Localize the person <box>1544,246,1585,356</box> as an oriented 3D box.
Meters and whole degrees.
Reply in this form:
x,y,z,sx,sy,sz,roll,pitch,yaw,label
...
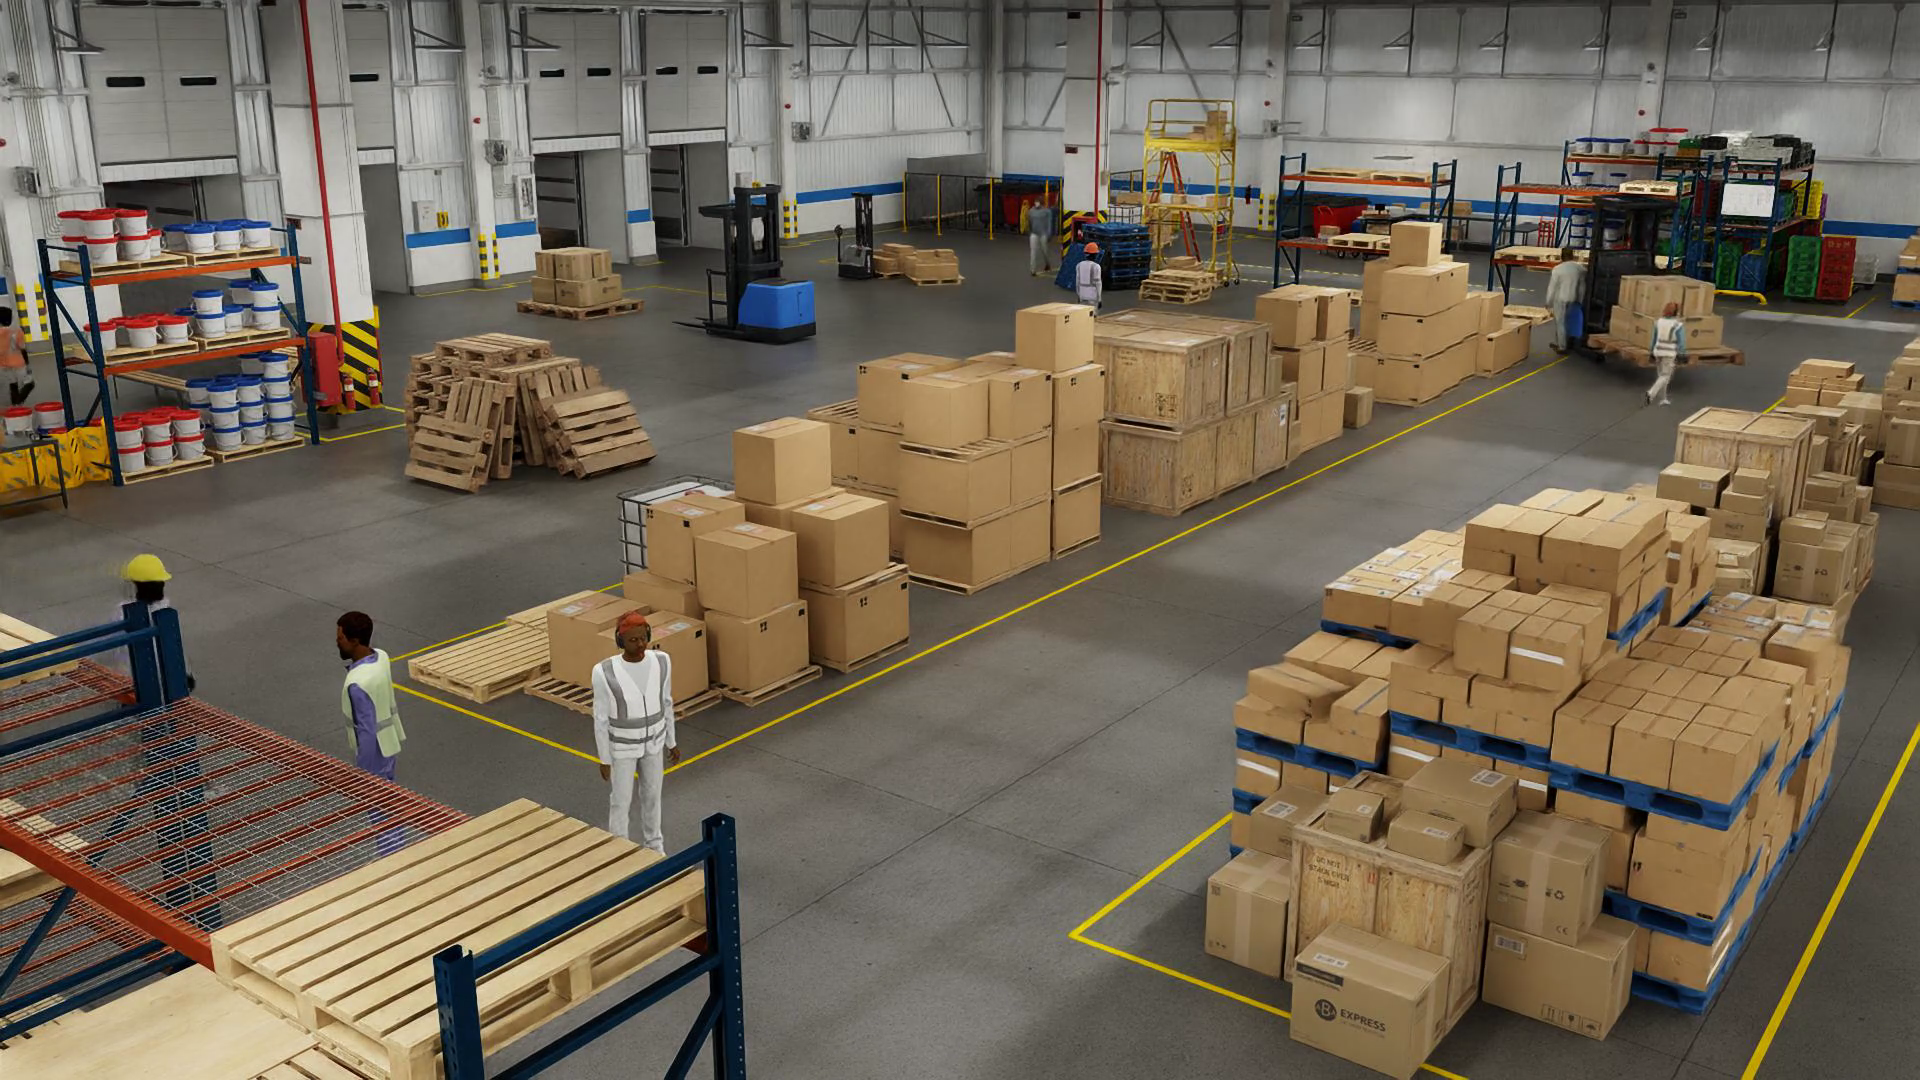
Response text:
x,y,z,sx,sy,sz,roll,pitch,yaw,label
10.664,-4.268,29.554,0.642,1.904,0.863,-4,17,-14,person

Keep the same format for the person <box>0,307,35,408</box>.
x,y,z,sx,sy,sz,roll,pitch,yaw,label
-13.822,-2.559,24.256,0.551,1.687,0.383,3,17,9,person

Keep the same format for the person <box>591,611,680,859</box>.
x,y,z,sx,sy,sz,roll,pitch,yaw,label
-2.120,1.369,10.938,0.573,1.883,0.353,-13,21,-37,person

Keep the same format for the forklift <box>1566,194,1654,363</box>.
x,y,z,sx,sy,sz,roll,pitch,yaw,label
11.441,-4.641,29.143,1.129,2.768,1.873,-1,17,-5,forklift

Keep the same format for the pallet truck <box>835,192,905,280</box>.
x,y,z,sx,sy,sz,roll,pitch,yaw,label
-1.936,-7.159,38.982,1.885,1.965,0.823,-12,21,-34,pallet truck

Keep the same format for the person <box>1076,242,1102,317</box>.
x,y,z,sx,sy,sz,roll,pitch,yaw,label
2.337,-4.365,29.832,0.551,1.936,0.357,15,23,41,person

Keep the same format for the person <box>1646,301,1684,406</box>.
x,y,z,sx,sy,sz,roll,pitch,yaw,label
10.661,-2.803,25.213,0.645,1.616,0.520,-9,19,-28,person

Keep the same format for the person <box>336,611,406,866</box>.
x,y,z,sx,sy,sz,roll,pitch,yaw,label
-3.828,1.375,10.859,0.386,1.918,0.595,-3,17,-9,person

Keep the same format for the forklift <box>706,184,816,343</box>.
x,y,z,sx,sy,sz,roll,pitch,yaw,label
-3.717,-5.181,30.929,1.873,2.768,1.129,12,21,35,forklift

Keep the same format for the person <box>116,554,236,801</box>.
x,y,z,sx,sy,sz,roll,pitch,yaw,label
-5.710,1.012,12.090,0.871,1.893,0.612,-1,17,-2,person

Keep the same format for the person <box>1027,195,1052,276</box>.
x,y,z,sx,sy,sz,roll,pitch,yaw,label
1.906,-7.233,39.392,0.634,1.913,0.846,6,18,19,person
